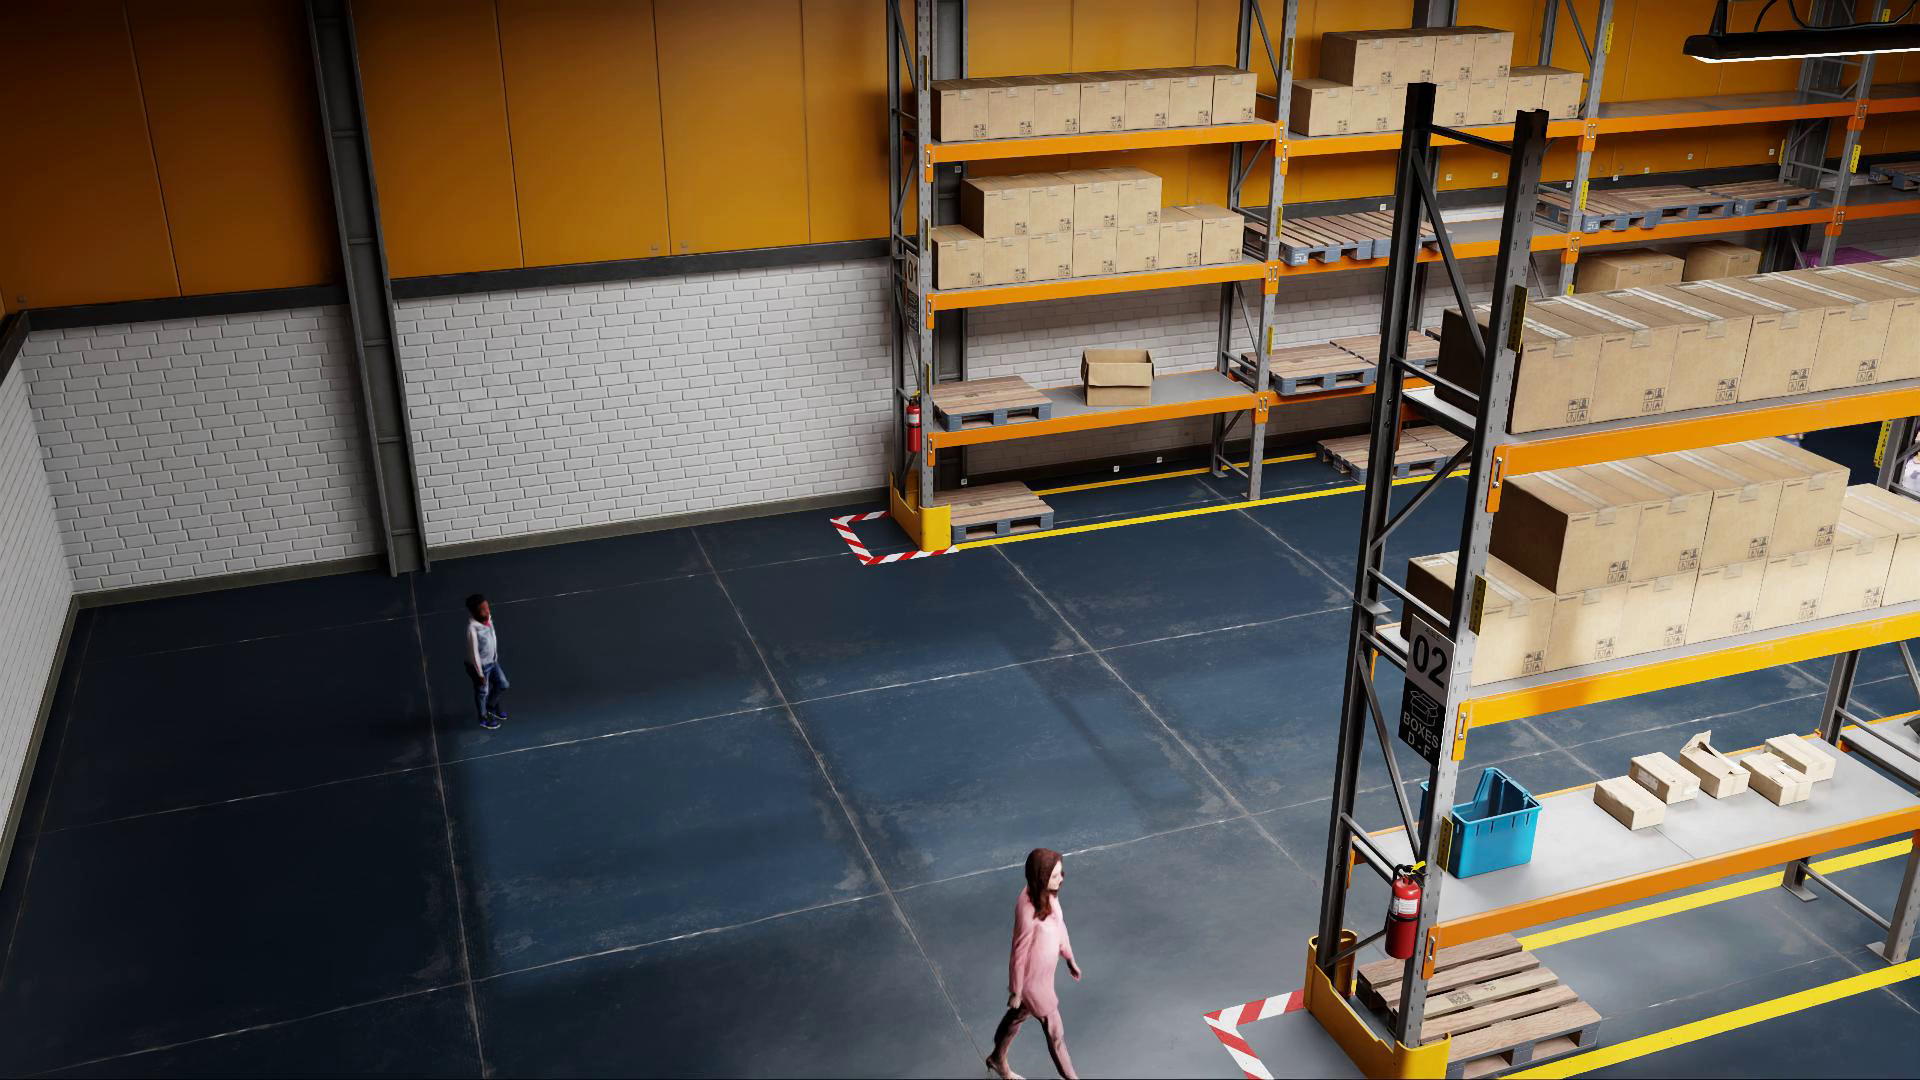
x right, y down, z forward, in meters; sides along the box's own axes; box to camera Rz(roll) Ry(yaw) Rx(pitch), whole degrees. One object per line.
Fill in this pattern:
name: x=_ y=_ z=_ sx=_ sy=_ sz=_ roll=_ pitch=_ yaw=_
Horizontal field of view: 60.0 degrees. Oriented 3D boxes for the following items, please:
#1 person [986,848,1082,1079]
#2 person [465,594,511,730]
person: x=0.362 y=2.606 z=10.025 sx=1.138 sy=1.763 sz=1.041 roll=9 pitch=25 yaw=19
person: x=-4.141 y=1.023 z=14.287 sx=0.645 sy=1.251 sz=0.588 roll=9 pitch=25 yaw=21
